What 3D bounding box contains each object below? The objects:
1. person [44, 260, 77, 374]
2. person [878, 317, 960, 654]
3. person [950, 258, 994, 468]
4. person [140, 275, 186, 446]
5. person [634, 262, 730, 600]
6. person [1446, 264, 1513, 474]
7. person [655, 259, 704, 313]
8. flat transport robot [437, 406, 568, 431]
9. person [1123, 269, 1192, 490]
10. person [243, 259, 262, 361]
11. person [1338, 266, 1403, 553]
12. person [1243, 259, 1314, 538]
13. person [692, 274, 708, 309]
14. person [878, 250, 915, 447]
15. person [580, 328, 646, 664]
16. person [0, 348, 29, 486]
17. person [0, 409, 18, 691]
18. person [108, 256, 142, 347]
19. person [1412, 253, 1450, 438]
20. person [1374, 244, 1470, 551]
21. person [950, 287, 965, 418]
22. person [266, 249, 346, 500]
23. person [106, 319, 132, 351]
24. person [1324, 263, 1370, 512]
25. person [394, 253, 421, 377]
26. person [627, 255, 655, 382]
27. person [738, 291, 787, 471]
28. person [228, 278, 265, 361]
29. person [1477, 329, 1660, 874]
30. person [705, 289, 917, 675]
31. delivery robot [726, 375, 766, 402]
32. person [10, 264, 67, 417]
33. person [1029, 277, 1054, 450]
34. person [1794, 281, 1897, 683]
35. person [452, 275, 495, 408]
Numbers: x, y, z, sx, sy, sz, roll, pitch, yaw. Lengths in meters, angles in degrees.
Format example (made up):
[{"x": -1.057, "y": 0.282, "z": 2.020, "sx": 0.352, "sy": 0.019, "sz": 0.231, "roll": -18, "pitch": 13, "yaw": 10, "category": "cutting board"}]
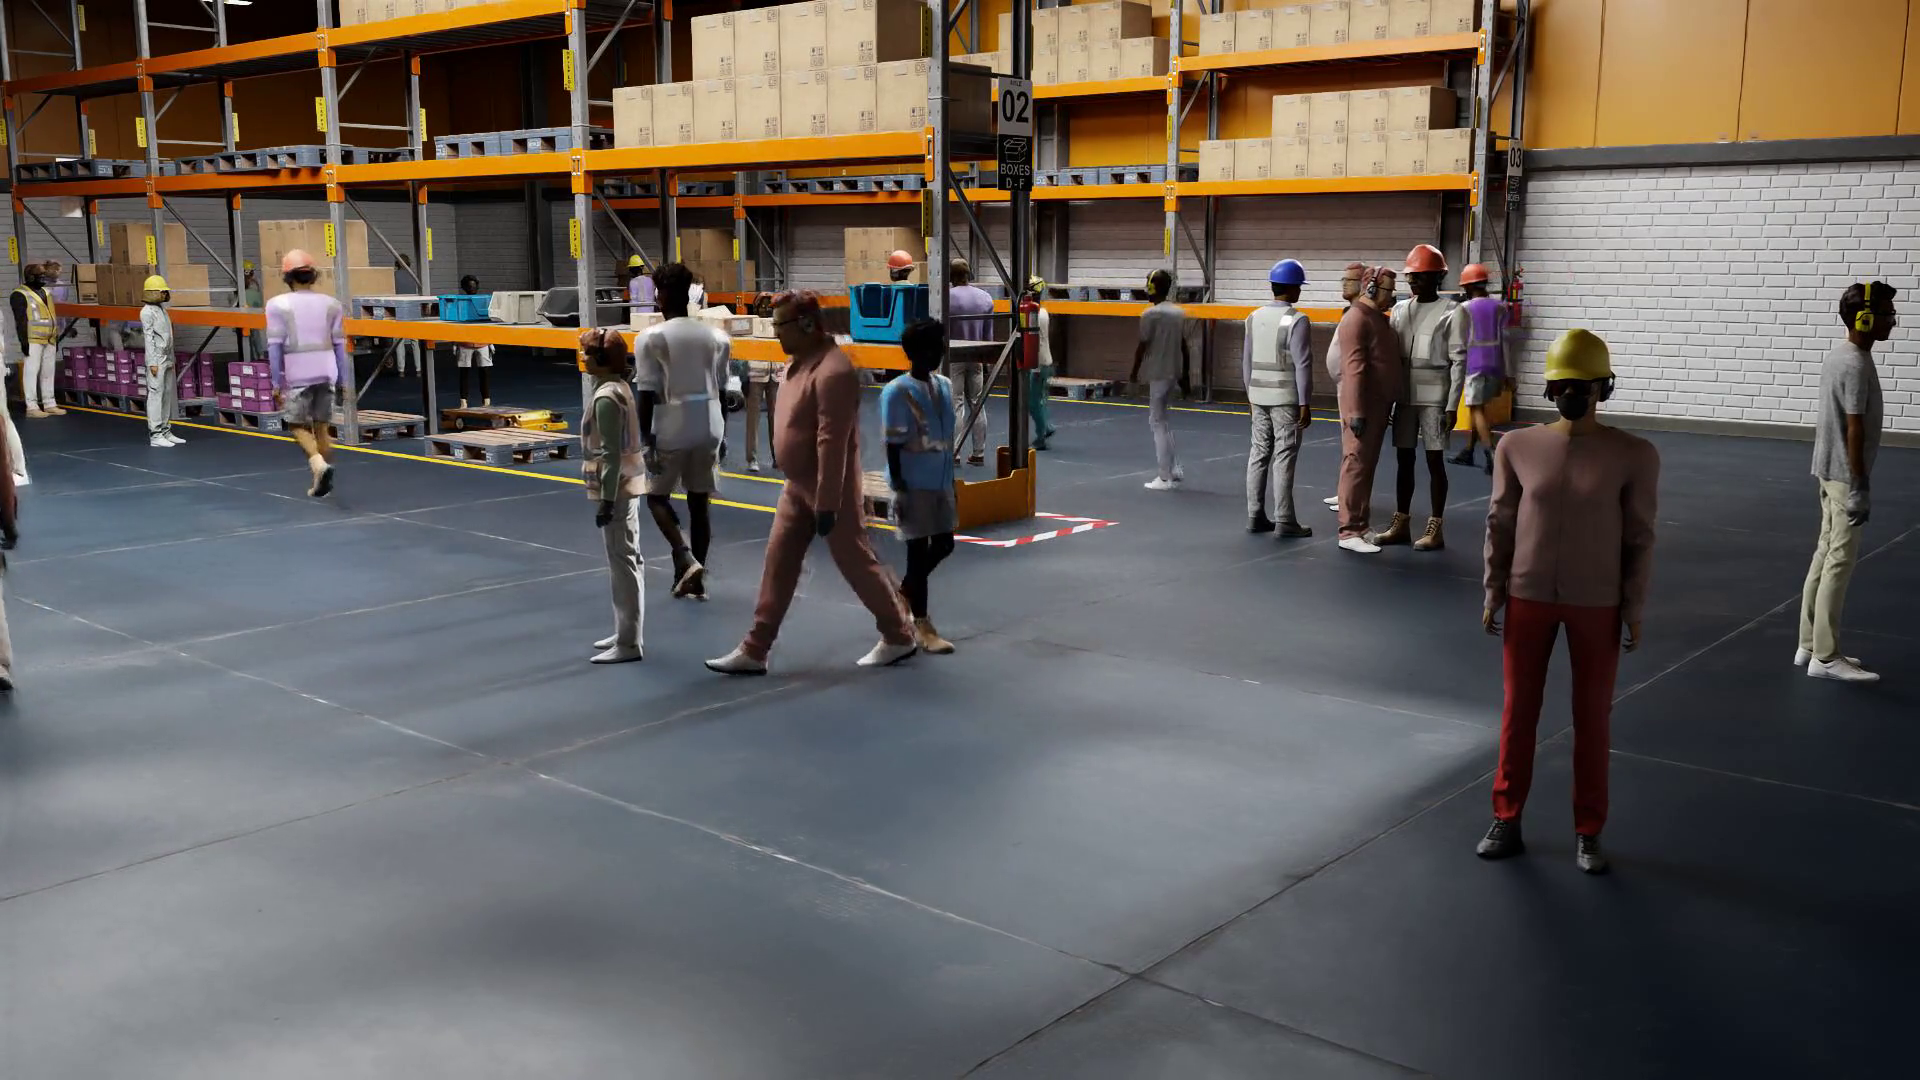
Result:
[{"x": -12.736, "y": -2.984, "z": 23.322, "sx": 0.884, "sy": 1.850, "sz": 0.668, "roll": 4, "pitch": 11, "yaw": 22, "category": "person"}, {"x": -0.204, "y": -0.290, "z": 8.442, "sx": 0.515, "sy": 1.693, "sz": 0.557, "roll": 8, "pitch": 13, "yaw": 38, "category": "person"}, {"x": 0.014, "y": -1.625, "z": 15.342, "sx": 0.627, "sy": 1.934, "sz": 0.372, "roll": -5, "pitch": 11, "yaw": -28, "category": "person"}, {"x": -8.190, "y": -1.833, "z": 17.063, "sx": 0.298, "sy": 1.743, "sz": 0.493, "roll": -1, "pitch": 10, "yaw": -5, "category": "person"}, {"x": -1.560, "y": -0.600, "z": 9.462, "sx": 0.601, "sy": 1.943, "sz": 0.482, "roll": -6, "pitch": 12, "yaw": -32, "category": "person"}, {"x": 4.757, "y": -1.551, "z": 15.087, "sx": 0.594, "sy": 1.888, "sz": 0.971, "roll": -3, "pitch": 10, "yaw": -15, "category": "person"}, {"x": -3.342, "y": -2.409, "z": 19.887, "sx": 0.582, "sy": 1.911, "sz": 0.392, "roll": -2, "pitch": 10, "yaw": -11, "category": "person"}, {"x": -5.095, "y": -1.344, "z": 18.469, "sx": 1.431, "sy": 0.197, "sz": 0.652, "roll": 7, "pitch": 12, "yaw": 34, "category": "flat transport robot"}, {"x": 1.675, "y": -1.336, "z": 13.950, "sx": 0.472, "sy": 1.848, "sz": 0.564, "roll": 9, "pitch": 13, "yaw": 42, "category": "person"}, {"x": -11.690, "y": -3.690, "z": 27.375, "sx": 0.403, "sy": 1.835, "sz": 0.588, "roll": -5, "pitch": 11, "yaw": -25, "category": "person"}, {"x": 2.756, "y": -0.877, "z": 11.170, "sx": 0.407, "sy": 1.904, "sz": 0.639, "roll": 5, "pitch": 11, "yaw": 27, "category": "person"}, {"x": 2.250, "y": -0.991, "z": 11.689, "sx": 0.404, "sy": 1.945, "sz": 0.615, "roll": -6, "pitch": 12, "yaw": -32, "category": "person"}, {"x": -4.080, "y": -3.314, "z": 25.839, "sx": 0.284, "sy": 1.626, "sz": 0.495, "roll": 6, "pitch": 12, "yaw": 31, "category": "person"}, {"x": -0.590, "y": -1.934, "z": 16.915, "sx": 0.612, "sy": 1.997, "sz": 0.375, "roll": -8, "pitch": 13, "yaw": -37, "category": "person"}, {"x": -1.695, "y": -0.216, "z": 8.147, "sx": 0.315, "sy": 1.641, "sz": 0.515, "roll": -1, "pitch": 10, "yaw": -5, "category": "person"}, {"x": -8.214, "y": -1.330, "z": 13.930, "sx": 0.600, "sy": 1.837, "sz": 0.676, "roll": 5, "pitch": 11, "yaw": 26, "category": "person"}, {"x": -4.440, "y": -0.057, "z": 7.314, "sx": 0.513, "sy": 1.620, "sz": 0.447, "roll": -8, "pitch": 13, "yaw": -38, "category": "person"}, {"x": -12.094, "y": -3.132, "z": 23.977, "sx": 0.513, "sy": 1.922, "sz": 0.550, "roll": 1, "pitch": 10, "yaw": 8, "category": "person"}, {"x": 4.985, "y": -2.081, "z": 17.759, "sx": 0.395, "sy": 1.992, "sz": 0.622, "roll": 1, "pitch": 10, "yaw": 5, "category": "person"}, {"x": 3.093, "y": -0.950, "z": 11.183, "sx": 0.376, "sy": 2.043, "sz": 0.609, "roll": -9, "pitch": 13, "yaw": -40, "category": "person"}, {"x": -0.158, "y": -2.065, "z": 18.729, "sx": 0.507, "sy": 1.623, "sz": 0.290, "roll": 3, "pitch": 10, "yaw": 17, "category": "person"}, {"x": -5.138, "y": -1.290, "z": 13.195, "sx": 0.621, "sy": 2.025, "sz": 0.677, "roll": -9, "pitch": 13, "yaw": -42, "category": "person"}, {"x": -11.912, "y": -2.983, "z": 23.497, "sx": 0.849, "sy": 1.783, "sz": 0.603, "roll": -1, "pitch": 10, "yaw": -3, "category": "person"}, {"x": 3.028, "y": -1.174, "z": 12.839, "sx": 0.409, "sy": 1.908, "sz": 0.652, "roll": 1, "pitch": 10, "yaw": 7, "category": "person"}, {"x": -8.730, "y": -3.531, "z": 26.175, "sx": 0.638, "sy": 1.938, "sz": 0.356, "roll": -4, "pitch": 11, "yaw": -23, "category": "person"}, {"x": -4.843, "y": -3.348, "z": 25.202, "sx": 0.402, "sy": 1.919, "sz": 0.588, "roll": 4, "pitch": 11, "yaw": 21, "category": "person"}, {"x": -1.775, "y": -1.441, "z": 15.152, "sx": 0.520, "sy": 1.634, "sz": 0.312, "roll": -6, "pitch": 12, "yaw": -31, "category": "person"}, {"x": -11.409, "y": -3.462, "z": 26.681, "sx": 0.557, "sy": 1.610, "sz": 0.499, "roll": -9, "pitch": 13, "yaw": -41, "category": "person"}, {"x": 1.970, "y": 0.200, "z": 5.427, "sx": 0.525, "sy": 1.769, "sz": 0.314, "roll": 5, "pitch": 11, "yaw": 26, "category": "person"}, {"x": -0.671, "y": -0.264, "z": 7.869, "sx": 1.024, "sy": 1.850, "sz": 0.676, "roll": -5, "pitch": 11, "yaw": -27, "category": "person"}, {"x": -2.575, "y": -1.918, "z": 20.665, "sx": 0.707, "sy": 0.478, "sz": 0.477, "roll": 0, "pitch": 10, "yaw": 2, "category": "delivery robot"}, {"x": -11.065, "y": -2.390, "z": 19.985, "sx": 0.429, "sy": 1.835, "sz": 0.632, "roll": 2, "pitch": 10, "yaw": 10, "category": "person"}, {"x": 0.726, "y": -1.748, "z": 16.551, "sx": 0.380, "sy": 1.741, "sz": 0.543, "roll": -3, "pitch": 10, "yaw": -14, "category": "person"}, {"x": 4.193, "y": -0.275, "z": 7.831, "sx": 0.321, "sy": 1.871, "sz": 0.532, "roll": 3, "pitch": 10, "yaw": 14, "category": "person"}, {"x": -5.944, "y": -2.379, "z": 20.293, "sx": 0.541, "sy": 1.700, "sz": 0.316, "roll": -3, "pitch": 11, "yaw": -19, "category": "person"}]
